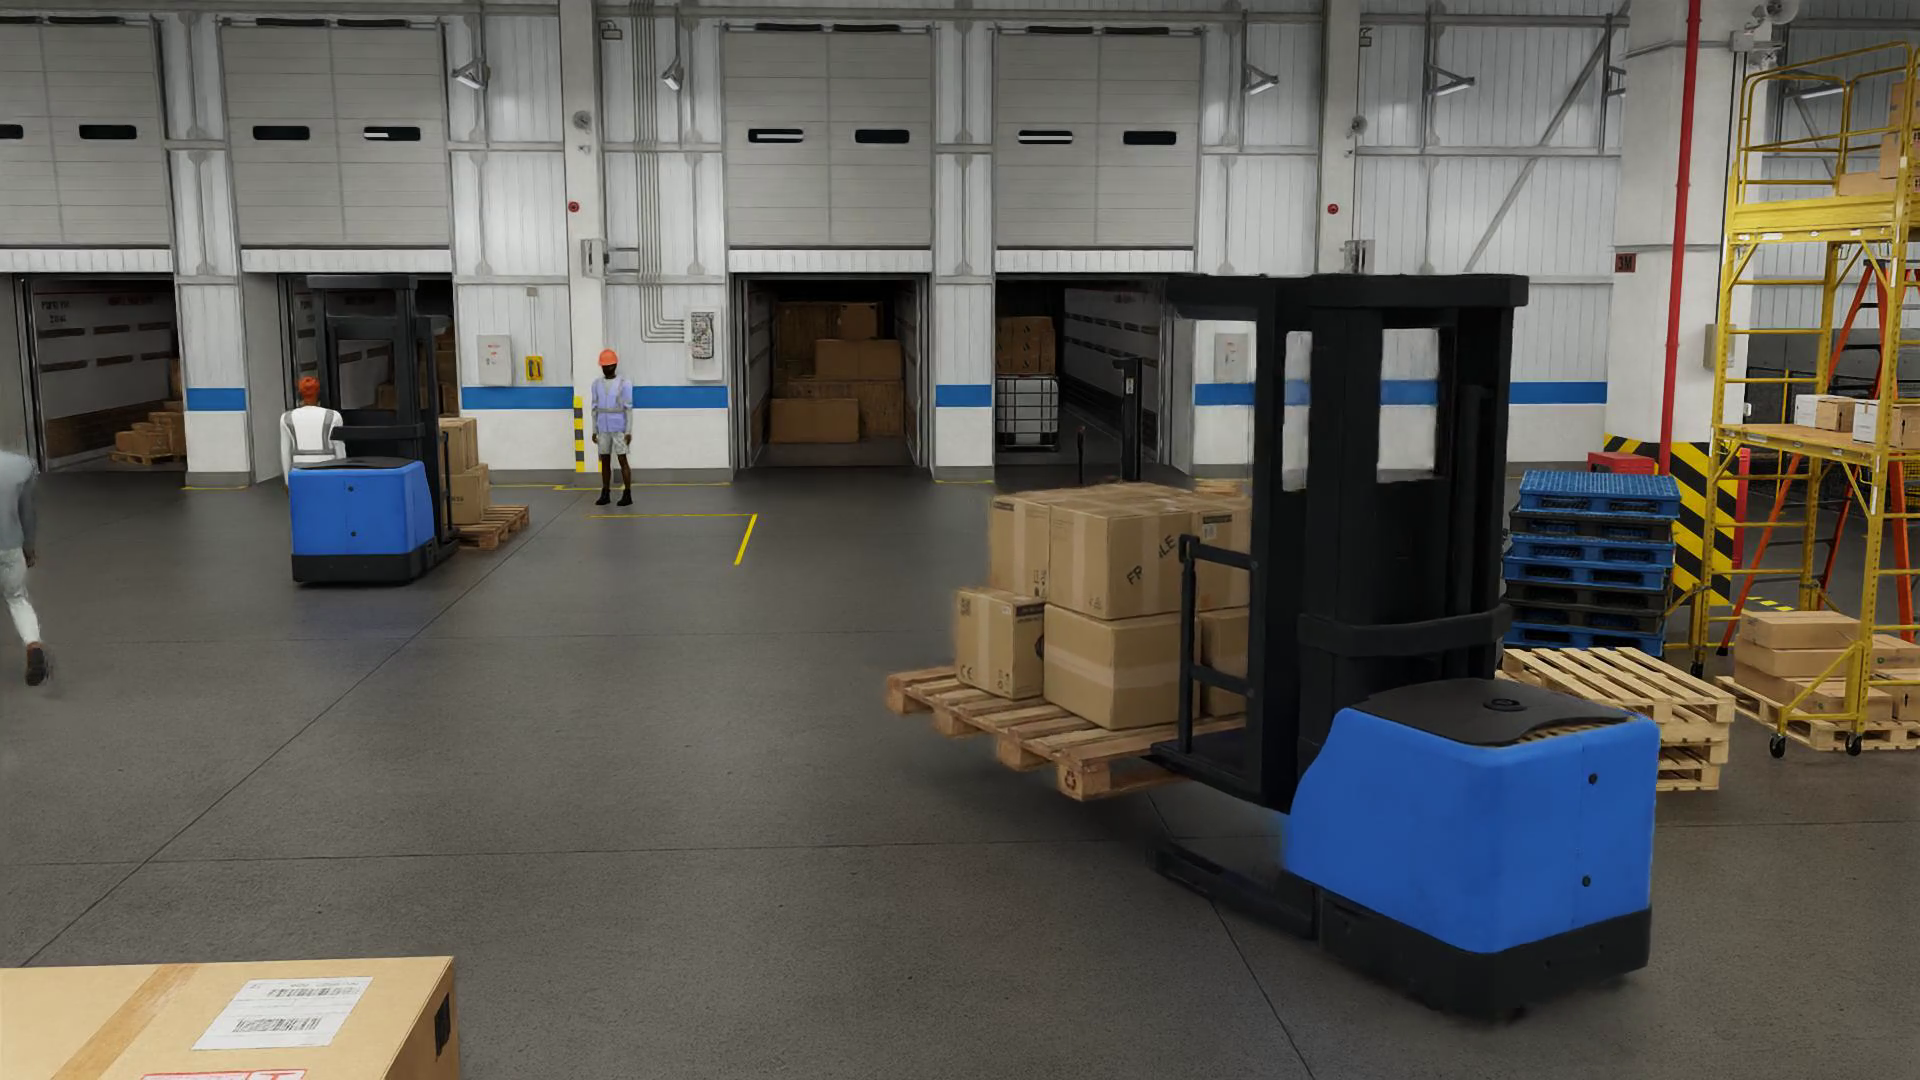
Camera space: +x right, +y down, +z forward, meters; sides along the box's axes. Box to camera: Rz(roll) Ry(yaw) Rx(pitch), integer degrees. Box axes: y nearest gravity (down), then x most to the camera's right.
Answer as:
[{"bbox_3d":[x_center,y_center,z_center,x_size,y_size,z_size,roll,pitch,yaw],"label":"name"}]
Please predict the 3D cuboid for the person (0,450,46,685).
[{"bbox_3d":[-6.556,0.077,11.284,0.788,1.921,0.634,8,12,43],"label":"person"}]

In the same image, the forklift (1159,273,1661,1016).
[{"bbox_3d":[1.879,0.282,6.979,1.129,2.768,1.873,-5,10,-30],"label":"forklift"}]

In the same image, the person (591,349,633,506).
[{"bbox_3d":[-4.264,-1.368,20.335,0.544,1.927,0.392,3,9,16],"label":"person"}]

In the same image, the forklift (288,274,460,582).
[{"bbox_3d":[-5.554,-1.101,15.662,1.129,2.768,1.873,-1,9,-4],"label":"forklift"}]

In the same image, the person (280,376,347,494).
[{"bbox_3d":[-6.019,-0.587,15.551,0.582,1.882,0.340,-1,9,-6],"label":"person"}]

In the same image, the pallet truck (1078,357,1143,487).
[{"bbox_3d":[2.088,-0.836,16.757,1.885,1.965,0.823,2,9,13],"label":"pallet truck"}]
